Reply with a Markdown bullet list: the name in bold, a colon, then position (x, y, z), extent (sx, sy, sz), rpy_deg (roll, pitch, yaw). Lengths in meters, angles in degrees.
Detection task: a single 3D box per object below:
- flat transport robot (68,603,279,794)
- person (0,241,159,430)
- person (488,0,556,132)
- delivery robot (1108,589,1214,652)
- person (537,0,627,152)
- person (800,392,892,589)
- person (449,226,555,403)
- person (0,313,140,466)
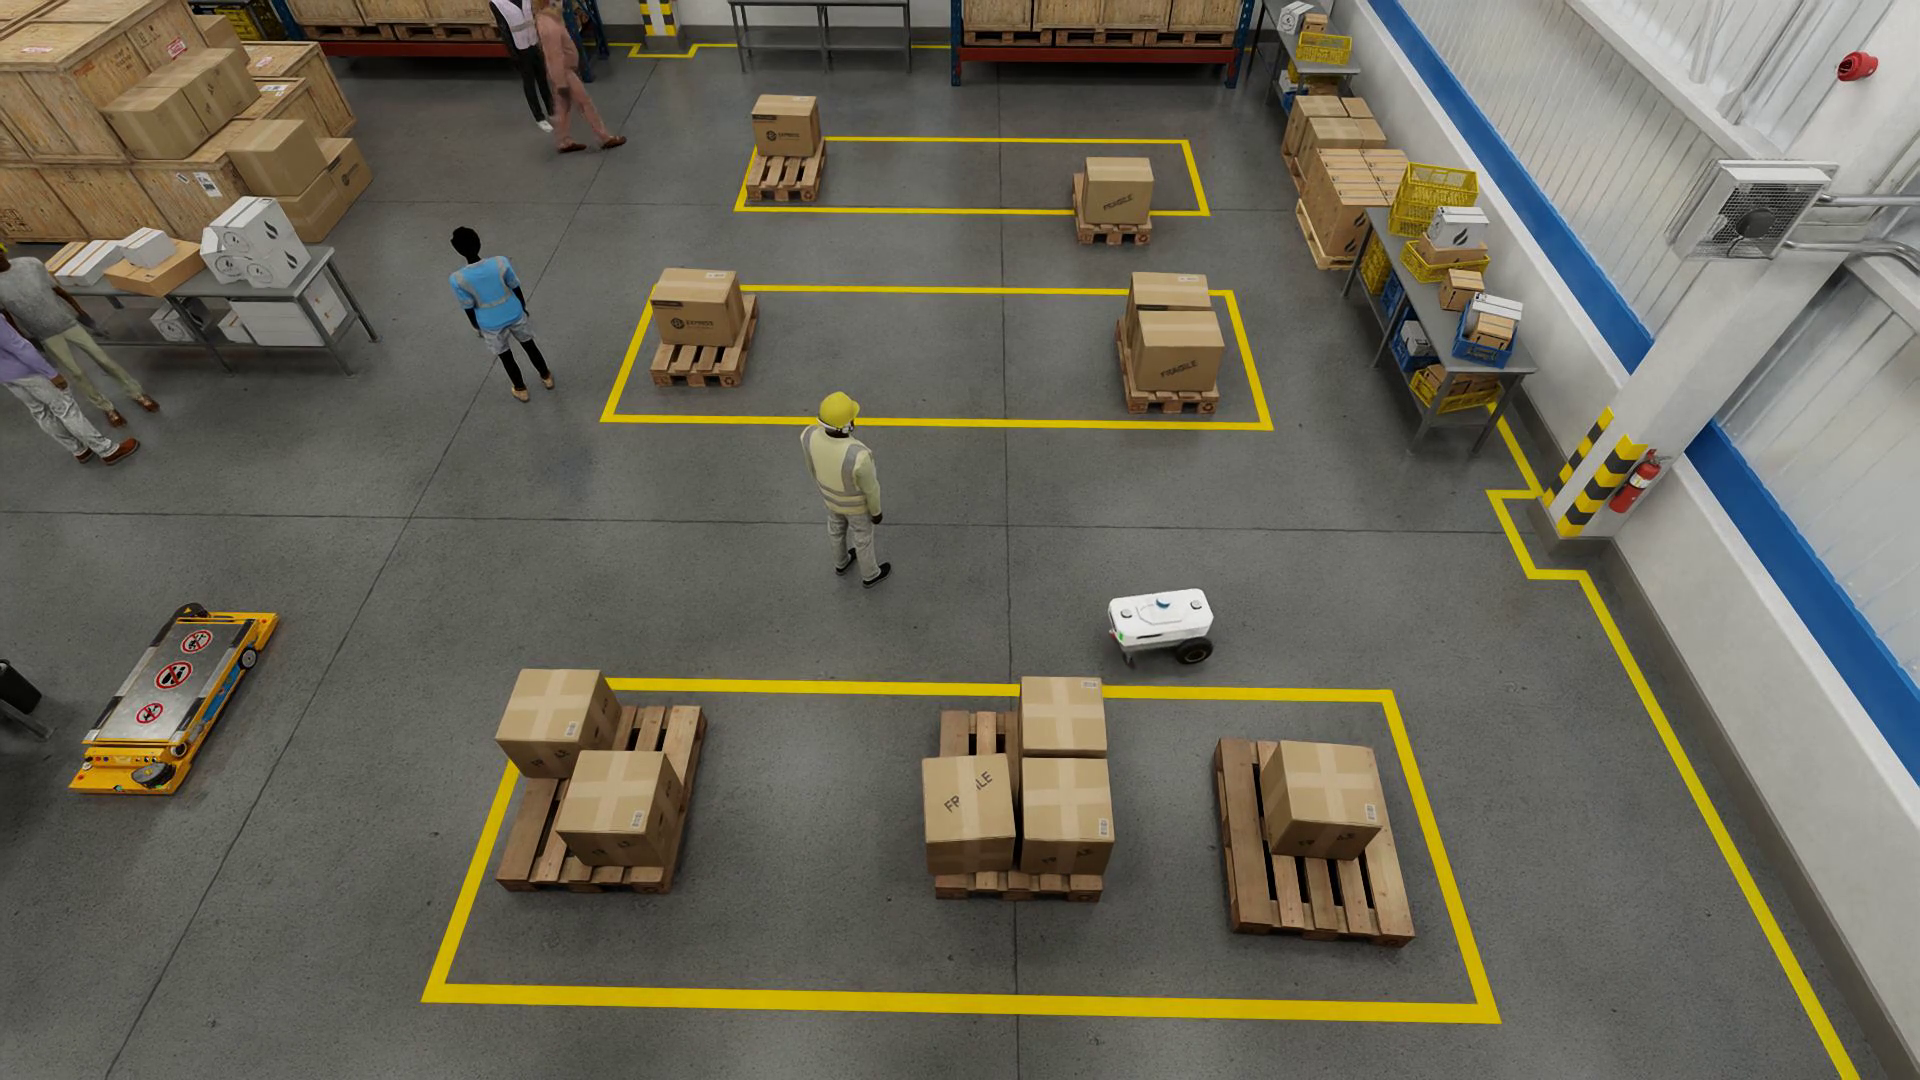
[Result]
- **flat transport robot**: position (-5.504, 1.072, 6.442), extent (0.652, 0.197, 1.431), rpy_deg (1, 50, 1)
- **person**: position (-7.695, -1.782, 7.821), extent (0.321, 1.865, 0.520), rpy_deg (30, 56, 23)
- **person**: position (-5.448, -6.192, 11.520), extent (0.392, 1.916, 0.587), rpy_deg (20, 53, 16)
- **delivery robot**: position (1.437, 0.563, 6.628), extent (0.707, 0.478, 0.477), rpy_deg (-7, 50, -5)
- **person**: position (-4.704, -5.671, 11.111), extent (0.913, 1.859, 0.656), rpy_deg (-21, 53, -17)
- **person**: position (-0.799, -0.337, 6.618), extent (0.590, 1.833, 0.404), rpy_deg (26, 54, 20)
- **person**: position (-4.054, -1.967, 8.085), extent (0.541, 1.695, 0.315), rpy_deg (-36, 58, -26)
- **person**: position (-7.606, -1.379, 7.431), extent (0.631, 1.940, 0.370), rpy_deg (7, 50, 6)
